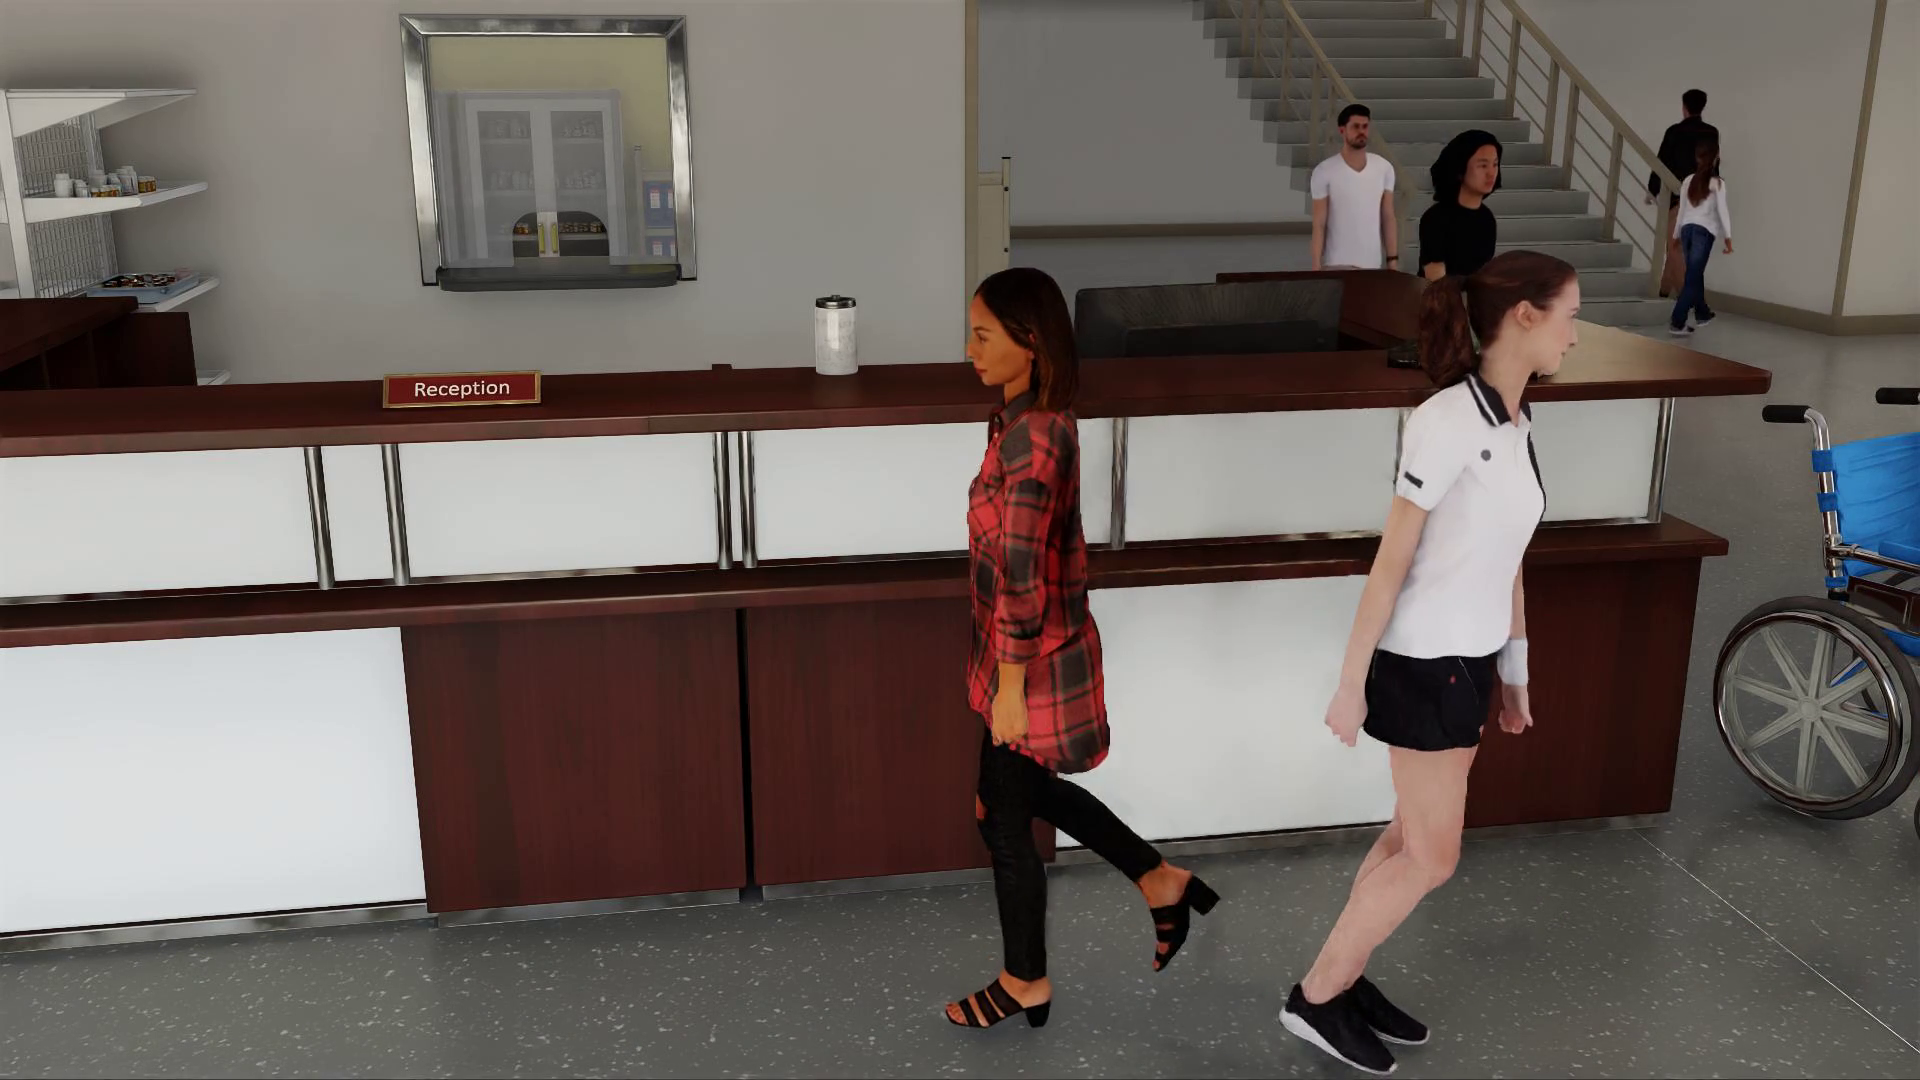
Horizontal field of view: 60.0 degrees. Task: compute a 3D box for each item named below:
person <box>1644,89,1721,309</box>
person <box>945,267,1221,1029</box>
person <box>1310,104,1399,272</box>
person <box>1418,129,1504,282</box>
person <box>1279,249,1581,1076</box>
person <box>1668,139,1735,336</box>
[{"bbox_3d":[6.338,-2.930,14.543,0.729,1.879,1.206,-2,16,-7],"label":"person"},{"bbox_3d":[0.236,0.275,3.533,0.809,1.684,0.838,0,16,1],"label":"person"},{"bbox_3d":[2.327,-1.647,10.035,0.748,1.855,1.220,-4,16,-15],"label":"person"},{"bbox_3d":[2.122,-0.901,7.437,0.774,1.816,0.862,-8,18,-26],"label":"person"},{"bbox_3d":[0.920,0.288,3.431,0.745,1.713,0.801,-13,20,-38],"label":"person"},{"bbox_3d":[5.825,-2.387,13.274,0.898,1.522,0.976,-10,19,-32],"label":"person"}]
